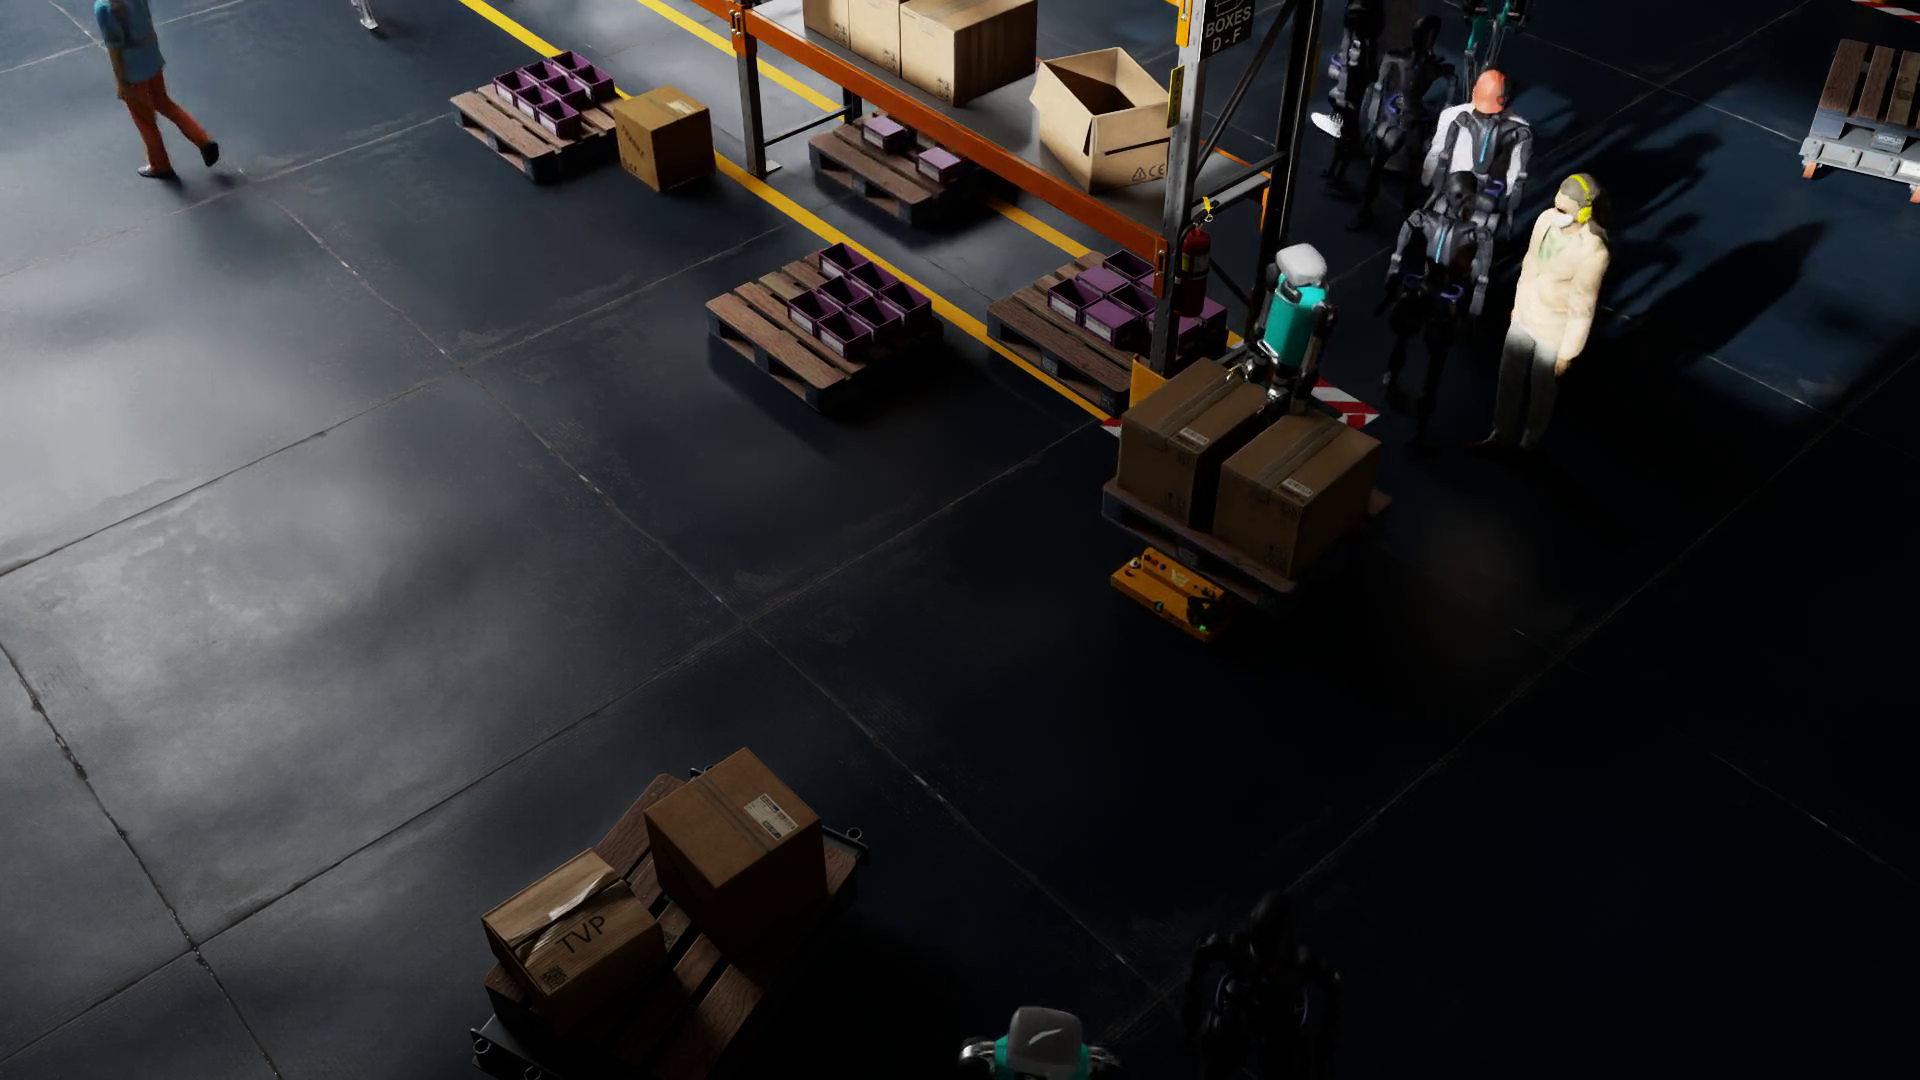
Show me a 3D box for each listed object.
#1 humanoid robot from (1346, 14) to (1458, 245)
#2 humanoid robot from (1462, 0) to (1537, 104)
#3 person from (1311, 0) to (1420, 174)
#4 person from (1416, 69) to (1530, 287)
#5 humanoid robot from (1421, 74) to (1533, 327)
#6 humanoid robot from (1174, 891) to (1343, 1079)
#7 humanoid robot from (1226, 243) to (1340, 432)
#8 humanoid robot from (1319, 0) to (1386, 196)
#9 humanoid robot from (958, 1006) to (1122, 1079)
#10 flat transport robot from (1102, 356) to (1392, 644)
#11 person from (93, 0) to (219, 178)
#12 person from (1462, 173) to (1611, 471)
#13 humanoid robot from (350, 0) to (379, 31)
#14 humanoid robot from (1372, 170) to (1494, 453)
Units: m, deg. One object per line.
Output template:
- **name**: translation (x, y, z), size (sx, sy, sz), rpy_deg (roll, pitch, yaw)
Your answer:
- **humanoid robot**: translation (2.973, -2.720, 11.017), size (0.620, 1.638, 0.365), rpy_deg (23, 47, 23)
- **humanoid robot**: translation (4.069, -4.106, 12.502), size (0.542, 1.766, 0.978), rpy_deg (12, 44, 13)
- **person**: translation (2.963, -3.557, 11.803), size (0.656, 1.840, 0.987), rpy_deg (-17, 45, -17)
- **person**: translation (3.219, -2.274, 10.522), size (0.614, 1.695, 0.691), rpy_deg (11, 44, 11)
- **humanoid robot**: translation (3.183, -2.101, 10.340), size (0.586, 1.638, 0.475), rpy_deg (18, 46, 19)
- **humanoid robot**: translation (1.113, 1.792, 6.117), size (0.610, 1.643, 0.529), rpy_deg (11, 44, 12)
- **humanoid robot**: translation (1.506, -0.674, 8.795), size (0.743, 1.847, 0.531), rpy_deg (-18, 46, -19)
- **humanoid robot**: translation (2.752, -3.203, 11.541), size (0.333, 1.656, 0.615), rpy_deg (24, 48, 24)
- **humanoid robot**: translation (0.231, 2.352, 5.488), size (0.552, 1.766, 0.926), rpy_deg (1, 43, 1)
- **flat transport robot**: translation (1.531, -0.014, 9.110), size (0.659, 0.231, 1.431), rpy_deg (32, 52, 30)
- **person**: translation (-5.699, -3.308, 11.591), size (0.581, 1.751, 0.517), rpy_deg (10, 44, 11)
- **person**: translation (3.233, -1.193, 9.214), size (0.465, 1.861, 0.582), rpy_deg (-16, 45, -16)
- **humanoid robot**: translation (-4.940, -4.938, 13.368), size (0.549, 1.735, 0.993), rpy_deg (-30, 50, -28)
- **humanoid robot**: translation (2.684, -1.326, 9.517), size (0.612, 1.611, 0.633), rpy_deg (20, 46, 20)
